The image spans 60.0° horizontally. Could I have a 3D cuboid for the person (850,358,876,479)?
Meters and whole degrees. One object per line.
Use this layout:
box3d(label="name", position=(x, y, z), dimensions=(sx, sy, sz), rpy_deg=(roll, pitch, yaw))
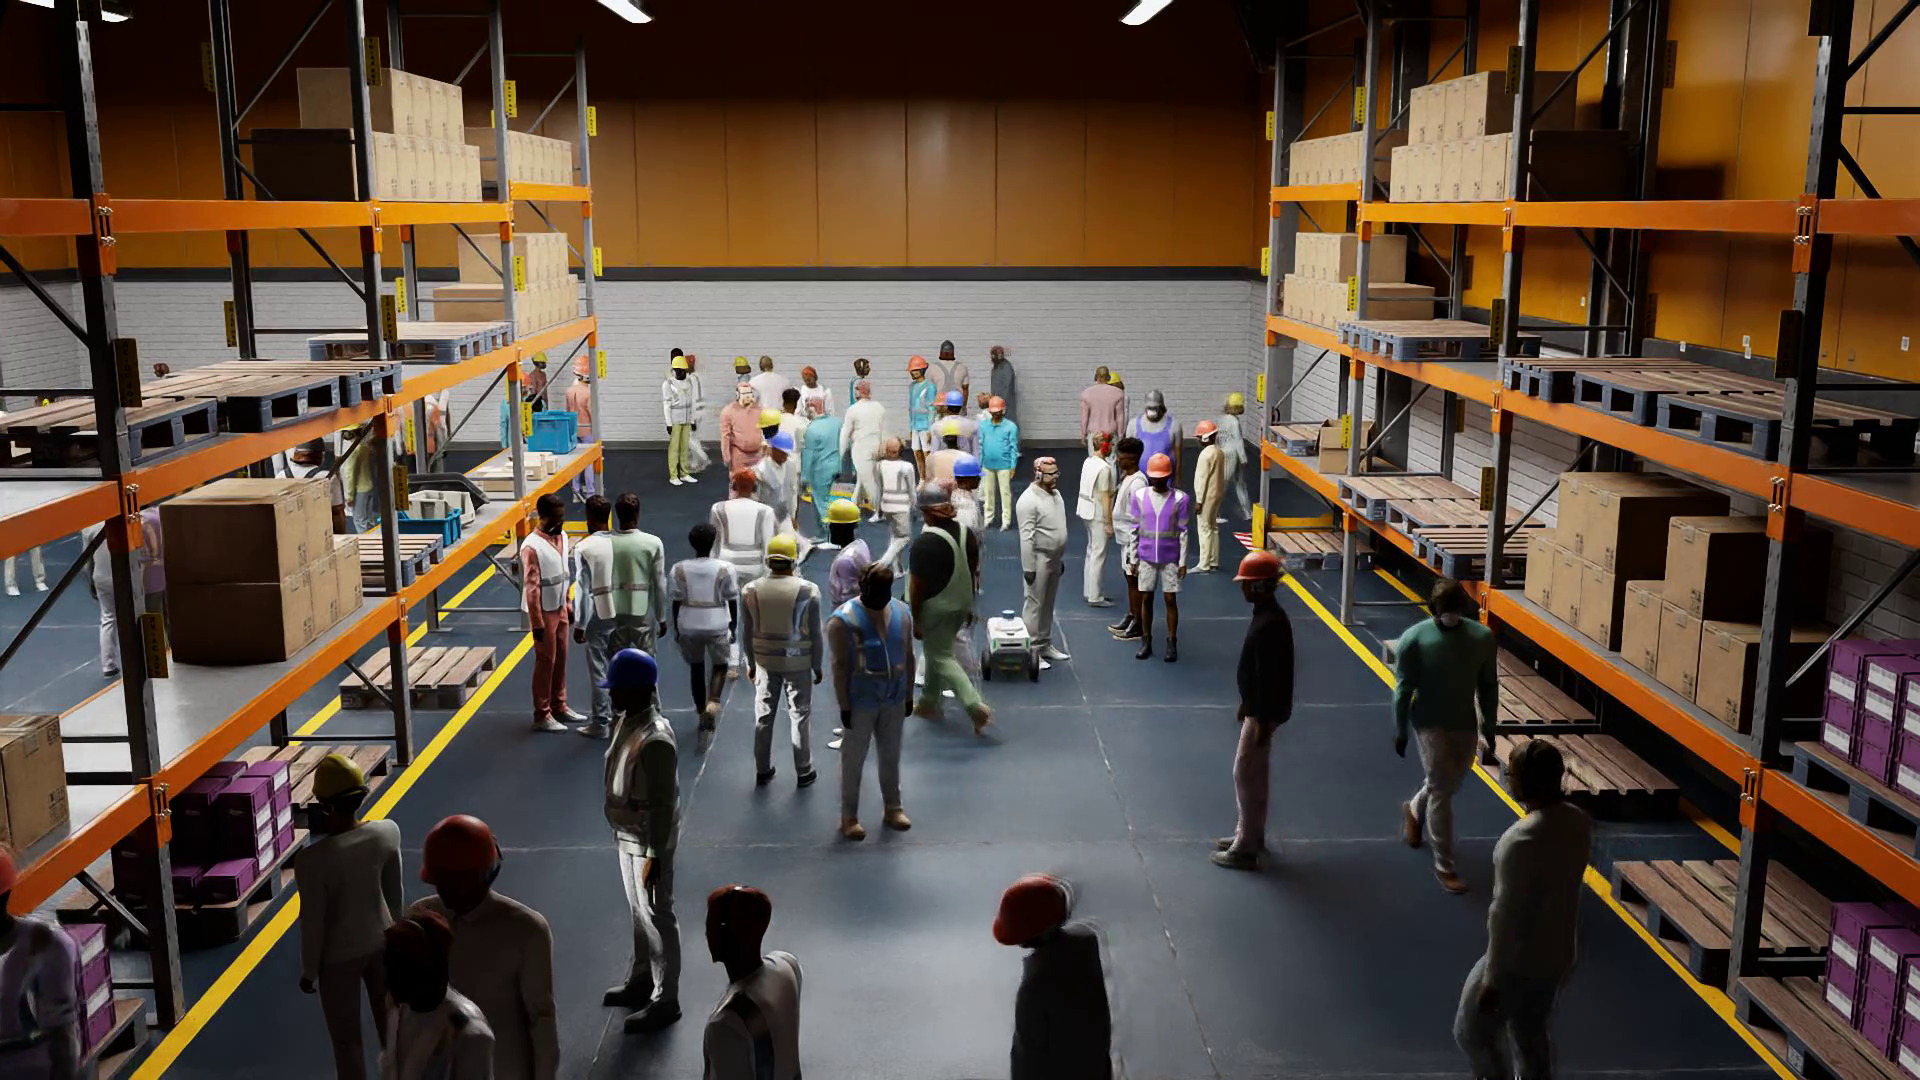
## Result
box3d(label="person", position=(-1.508, -1.854, 25.417), dimensions=(0.344, 1.847, 0.507), rpy_deg=(-4, 12, -18))

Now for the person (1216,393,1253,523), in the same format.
box3d(label="person", position=(3.643, -1.068, 21.842), dimensions=(0.826, 1.705, 0.490), rpy_deg=(0, 11, -1))

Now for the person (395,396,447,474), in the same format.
box3d(label="person", position=(-7.204, -1.222, 22.229), dimensions=(0.593, 1.888, 0.805), rpy_deg=(1, 11, 4))

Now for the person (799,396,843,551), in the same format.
box3d(label="person", position=(-1.748, -0.806, 20.068), dimensions=(0.705, 1.877, 0.657), rpy_deg=(5, 12, 24))

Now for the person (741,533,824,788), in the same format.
box3d(label="person", position=(-1.261, 0.859, 11.889), dimensions=(0.593, 1.824, 0.407), rpy_deg=(2, 11, 10))

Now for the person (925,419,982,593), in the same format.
box3d(label="person", position=(-0.096, -0.312, 17.635), dimensions=(0.652, 1.913, 0.515), rpy_deg=(4, 12, 21))

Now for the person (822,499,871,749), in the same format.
box3d(label="person", position=(-0.852, 0.640, 12.706), dimensions=(0.381, 1.928, 0.587), rpy_deg=(1, 11, 6))

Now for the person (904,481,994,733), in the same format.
box3d(label="person", position=(-0.086, 0.506, 13.097), dimensions=(0.951, 2.000, 0.684), rpy_deg=(8, 14, 36))

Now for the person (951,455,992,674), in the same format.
box3d(label="person", position=(0.046, 0.214, 14.792), dimensions=(0.385, 1.948, 0.605), rpy_deg=(-4, 12, -19))

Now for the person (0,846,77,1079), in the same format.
box3d(label="person", position=(-3.449, 1.970, 6.077), dimensions=(0.541, 1.917, 0.563), rpy_deg=(-1, 11, -3))

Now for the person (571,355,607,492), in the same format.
box3d(label="person", position=(-5.455, -1.692, 24.272), dimensions=(0.459, 1.981, 0.652), rpy_deg=(-7, 13, -33))

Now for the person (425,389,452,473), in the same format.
box3d(label="person", position=(-7.624, -1.577, 24.085), dimensions=(0.408, 1.832, 0.576), rpy_deg=(8, 14, 34))

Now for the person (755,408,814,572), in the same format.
box3d(label="person", position=(-2.049, -0.560, 18.800), dimensions=(0.660, 1.900, 0.603), rpy_deg=(0, 11, 0))

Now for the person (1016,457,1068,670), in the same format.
box3d(label="person", position=(0.768, 0.193, 15.003), dimensions=(0.409, 1.907, 0.648), rpy_deg=(6, 13, 29))

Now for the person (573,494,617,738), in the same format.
box3d(label="person", position=(-2.767, 0.593, 13.005), dimensions=(0.402, 1.908, 0.598), rpy_deg=(7, 13, 31))

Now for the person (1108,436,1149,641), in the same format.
box3d(label="person", position=(1.635, -0.020, 15.916), dimensions=(0.368, 1.967, 0.602), rpy_deg=(0, 11, -1))

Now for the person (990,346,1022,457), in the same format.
box3d(label="person", position=(0.624, -2.259, 27.417), dimensions=(0.903, 1.861, 0.652), rpy_deg=(-6, 13, -26))

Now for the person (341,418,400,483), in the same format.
box3d(label="person", position=(-9.049, -1.889, 25.230), dimensions=(0.634, 1.985, 1.032), rpy_deg=(7, 13, 32))

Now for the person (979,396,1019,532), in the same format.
box3d(label="person", position=(0.468, -0.980, 21.298), dimensions=(0.563, 1.743, 0.350), rpy_deg=(5, 12, 25))

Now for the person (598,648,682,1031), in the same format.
box3d(label="person", position=(-1.603, 1.488, 8.402), dimensions=(0.384, 1.949, 0.603), rpy_deg=(-6, 13, -27))

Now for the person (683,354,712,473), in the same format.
box3d(label="person", position=(-4.153, -1.947, 25.821), dimensions=(0.424, 1.872, 0.612), rpy_deg=(0, 11, -2))

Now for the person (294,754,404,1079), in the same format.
box3d(label="person", position=(-2.671, 1.796, 7.317), dimensions=(0.308, 1.769, 0.524), rpy_deg=(7, 13, 32))

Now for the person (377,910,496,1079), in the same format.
box3d(label="person", position=(-1.714, 2.100, 5.528), dimensions=(0.359, 1.871, 0.642), rpy_deg=(-10, 15, -42))

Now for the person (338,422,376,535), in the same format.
box3d(label="person", position=(-6.931, -0.555, 19.125), dimensions=(0.340, 1.761, 0.525), rpy_deg=(0, 11, 1))

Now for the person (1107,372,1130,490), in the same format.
box3d(label="person", position=(2.270, -1.606, 24.469), dimensions=(0.324, 1.728, 0.493), rpy_deg=(-10, 15, -41))

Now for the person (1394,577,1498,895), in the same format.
box3d(label="person", position=(2.975, 1.136, 10.312), dimensions=(0.631, 1.899, 0.948), rpy_deg=(-2, 11, -10))

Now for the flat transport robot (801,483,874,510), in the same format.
box3d(label="flat transport robot", position=(-1.467, -0.618, 23.184), dimensions=(1.431, 0.197, 0.652), rpy_deg=(8, 14, 36))

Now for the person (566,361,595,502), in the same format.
box3d(label="person", position=(-5.237, -1.501, 23.272), dimensions=(0.622, 1.992, 0.396), rpy_deg=(9, 14, 38))

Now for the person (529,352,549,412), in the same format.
box3d(label="person", position=(-6.961, -2.245, 27.613), dimensions=(0.343, 1.758, 0.525), rpy_deg=(2, 12, 11))

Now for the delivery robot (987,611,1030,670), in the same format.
box3d(label="delivery robot", position=(0.429, 0.870, 14.766), dimensions=(0.477, 0.478, 0.707), rpy_deg=(0, 11, -3))

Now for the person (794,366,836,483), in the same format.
box3d(label="person", position=(-2.105, -1.632, 24.298), dimensions=(0.618, 1.854, 0.668), rpy_deg=(0, 11, 1))

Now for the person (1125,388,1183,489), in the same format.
box3d(label="person", position=(2.313, -0.852, 19.906), dimensions=(0.687, 2.000, 0.849), rpy_deg=(3, 12, 15))
